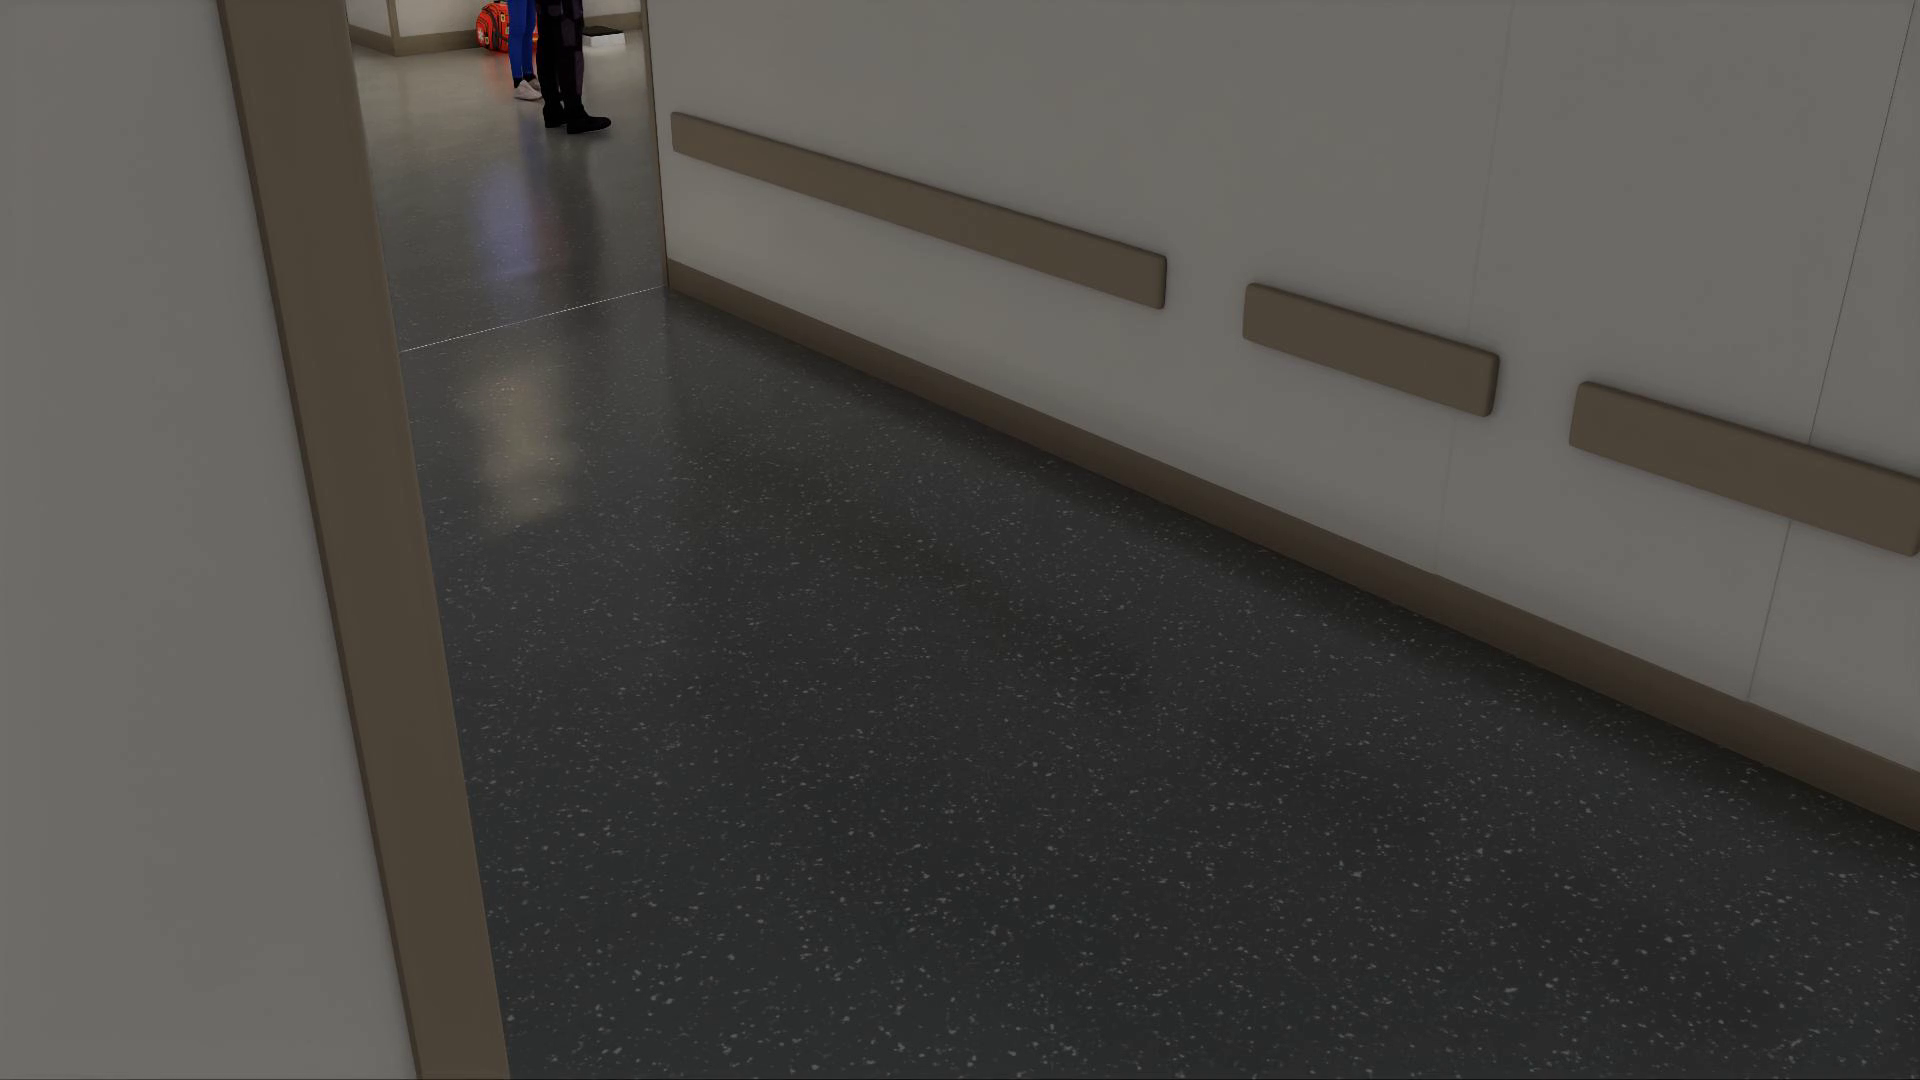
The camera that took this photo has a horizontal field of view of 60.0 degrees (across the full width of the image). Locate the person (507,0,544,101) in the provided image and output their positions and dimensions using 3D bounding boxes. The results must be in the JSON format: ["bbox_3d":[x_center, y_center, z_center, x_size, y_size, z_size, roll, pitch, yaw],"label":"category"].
[{"bbox_3d":[-3.312,-4.229,12.454,0.785,1.769,0.703,4,26,9],"label":"person"}]

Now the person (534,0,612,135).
[{"bbox_3d":[-2.752,-3.777,11.349,0.562,1.915,0.670,-20,32,-35],"label":"person"}]
